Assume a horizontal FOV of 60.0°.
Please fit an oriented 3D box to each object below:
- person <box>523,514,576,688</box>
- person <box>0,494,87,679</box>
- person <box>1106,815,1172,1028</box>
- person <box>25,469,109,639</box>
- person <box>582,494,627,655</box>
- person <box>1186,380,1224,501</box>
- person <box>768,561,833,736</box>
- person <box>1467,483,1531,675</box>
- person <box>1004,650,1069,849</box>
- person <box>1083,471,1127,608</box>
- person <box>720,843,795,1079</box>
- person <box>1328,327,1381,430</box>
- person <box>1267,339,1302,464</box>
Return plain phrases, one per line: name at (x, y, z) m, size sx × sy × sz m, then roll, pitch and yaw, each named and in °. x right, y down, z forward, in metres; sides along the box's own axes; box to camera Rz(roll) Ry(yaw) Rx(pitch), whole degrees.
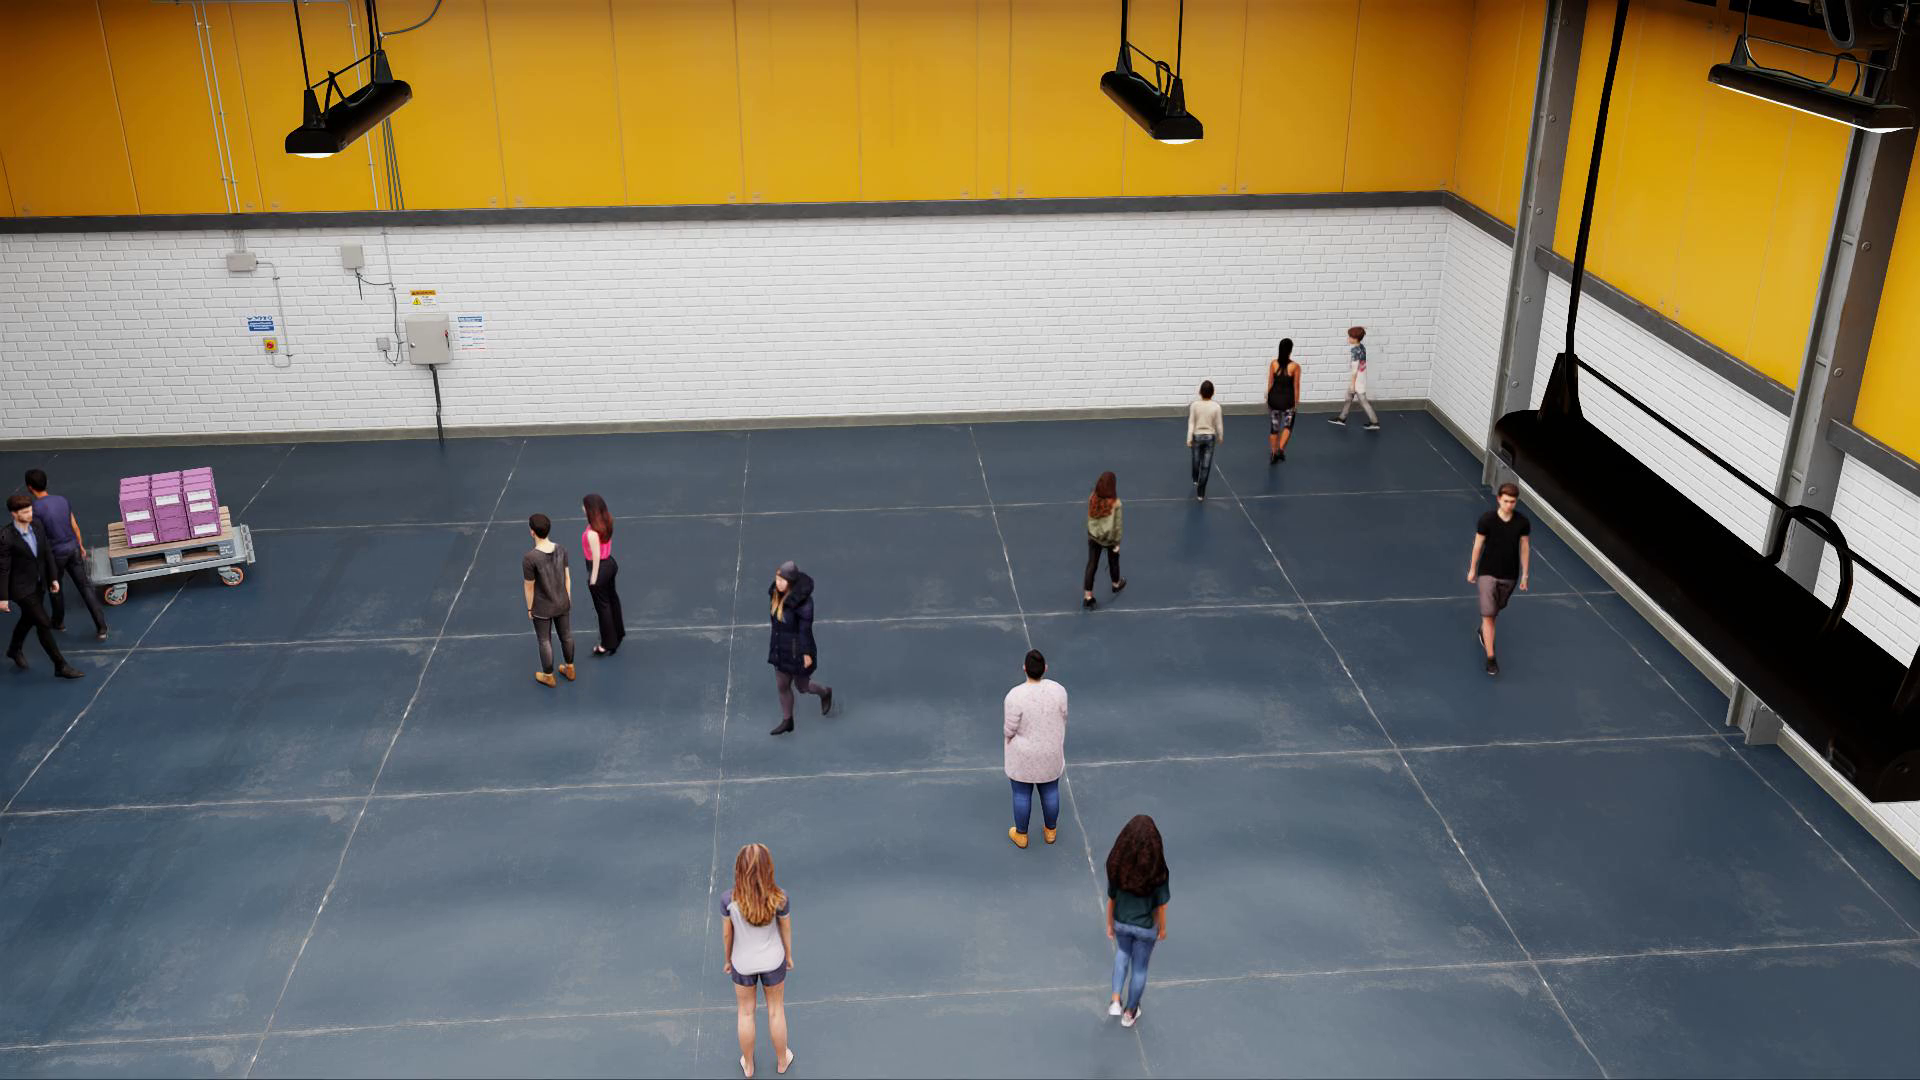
person at (-3.865, 0.560, 15.696) m, size 0.692 × 1.711 × 0.709 m, roll -16°, pitch 28°, yaw -33°
person at (-8.930, 0.437, 15.824) m, size 1.078 × 1.835 × 1.222 m, roll 7°, pitch 25°, yaw 16°
person at (1.161, 2.605, 11.148) m, size 0.710 × 1.606 × 0.758 m, roll 10°, pitch 26°, yaw 22°
person at (-8.873, 0.176, 16.539) m, size 1.058 × 1.740 × 1.083 m, roll 12°, pitch 26°, yaw 25°
person at (-3.521, 0.313, 16.323) m, size 0.693 × 1.661 × 0.535 m, roll 4°, pitch 24°, yaw 9°
person at (2.925, -1.175, 20.004) m, size 0.756 × 1.441 × 0.997 m, roll 5°, pitch 24°, yaw 12°
person at (-1.429, 0.948, 14.873) m, size 1.005 × 1.659 × 1.049 m, roll 21°, pitch 31°, yaw 40°
person at (5.225, 0.294, 16.172) m, size 0.801 × 1.819 × 1.230 m, roll 2°, pitch 24°, yaw 4°
person at (0.594, 1.636, 13.196) m, size 0.721 × 1.742 × 0.661 m, roll -5°, pitch 24°, yaw -12°
person at (1.450, 0.016, 17.278) m, size 0.937 × 1.441 × 1.066 m, roll 14°, pitch 27°, yaw 29°
person at (-1.304, 2.718, 10.735) m, size 0.596 × 1.731 × 0.532 m, roll -3°, pitch 24°, yaw -6°
person at (5.401, -2.141, 22.263) m, size 0.863 × 1.401 × 0.947 m, roll 10°, pitch 26°, yaw 22°
person at (4.046, -1.738, 21.030) m, size 0.726 × 1.651 × 0.777 m, roll 11°, pitch 26°, yaw 24°
